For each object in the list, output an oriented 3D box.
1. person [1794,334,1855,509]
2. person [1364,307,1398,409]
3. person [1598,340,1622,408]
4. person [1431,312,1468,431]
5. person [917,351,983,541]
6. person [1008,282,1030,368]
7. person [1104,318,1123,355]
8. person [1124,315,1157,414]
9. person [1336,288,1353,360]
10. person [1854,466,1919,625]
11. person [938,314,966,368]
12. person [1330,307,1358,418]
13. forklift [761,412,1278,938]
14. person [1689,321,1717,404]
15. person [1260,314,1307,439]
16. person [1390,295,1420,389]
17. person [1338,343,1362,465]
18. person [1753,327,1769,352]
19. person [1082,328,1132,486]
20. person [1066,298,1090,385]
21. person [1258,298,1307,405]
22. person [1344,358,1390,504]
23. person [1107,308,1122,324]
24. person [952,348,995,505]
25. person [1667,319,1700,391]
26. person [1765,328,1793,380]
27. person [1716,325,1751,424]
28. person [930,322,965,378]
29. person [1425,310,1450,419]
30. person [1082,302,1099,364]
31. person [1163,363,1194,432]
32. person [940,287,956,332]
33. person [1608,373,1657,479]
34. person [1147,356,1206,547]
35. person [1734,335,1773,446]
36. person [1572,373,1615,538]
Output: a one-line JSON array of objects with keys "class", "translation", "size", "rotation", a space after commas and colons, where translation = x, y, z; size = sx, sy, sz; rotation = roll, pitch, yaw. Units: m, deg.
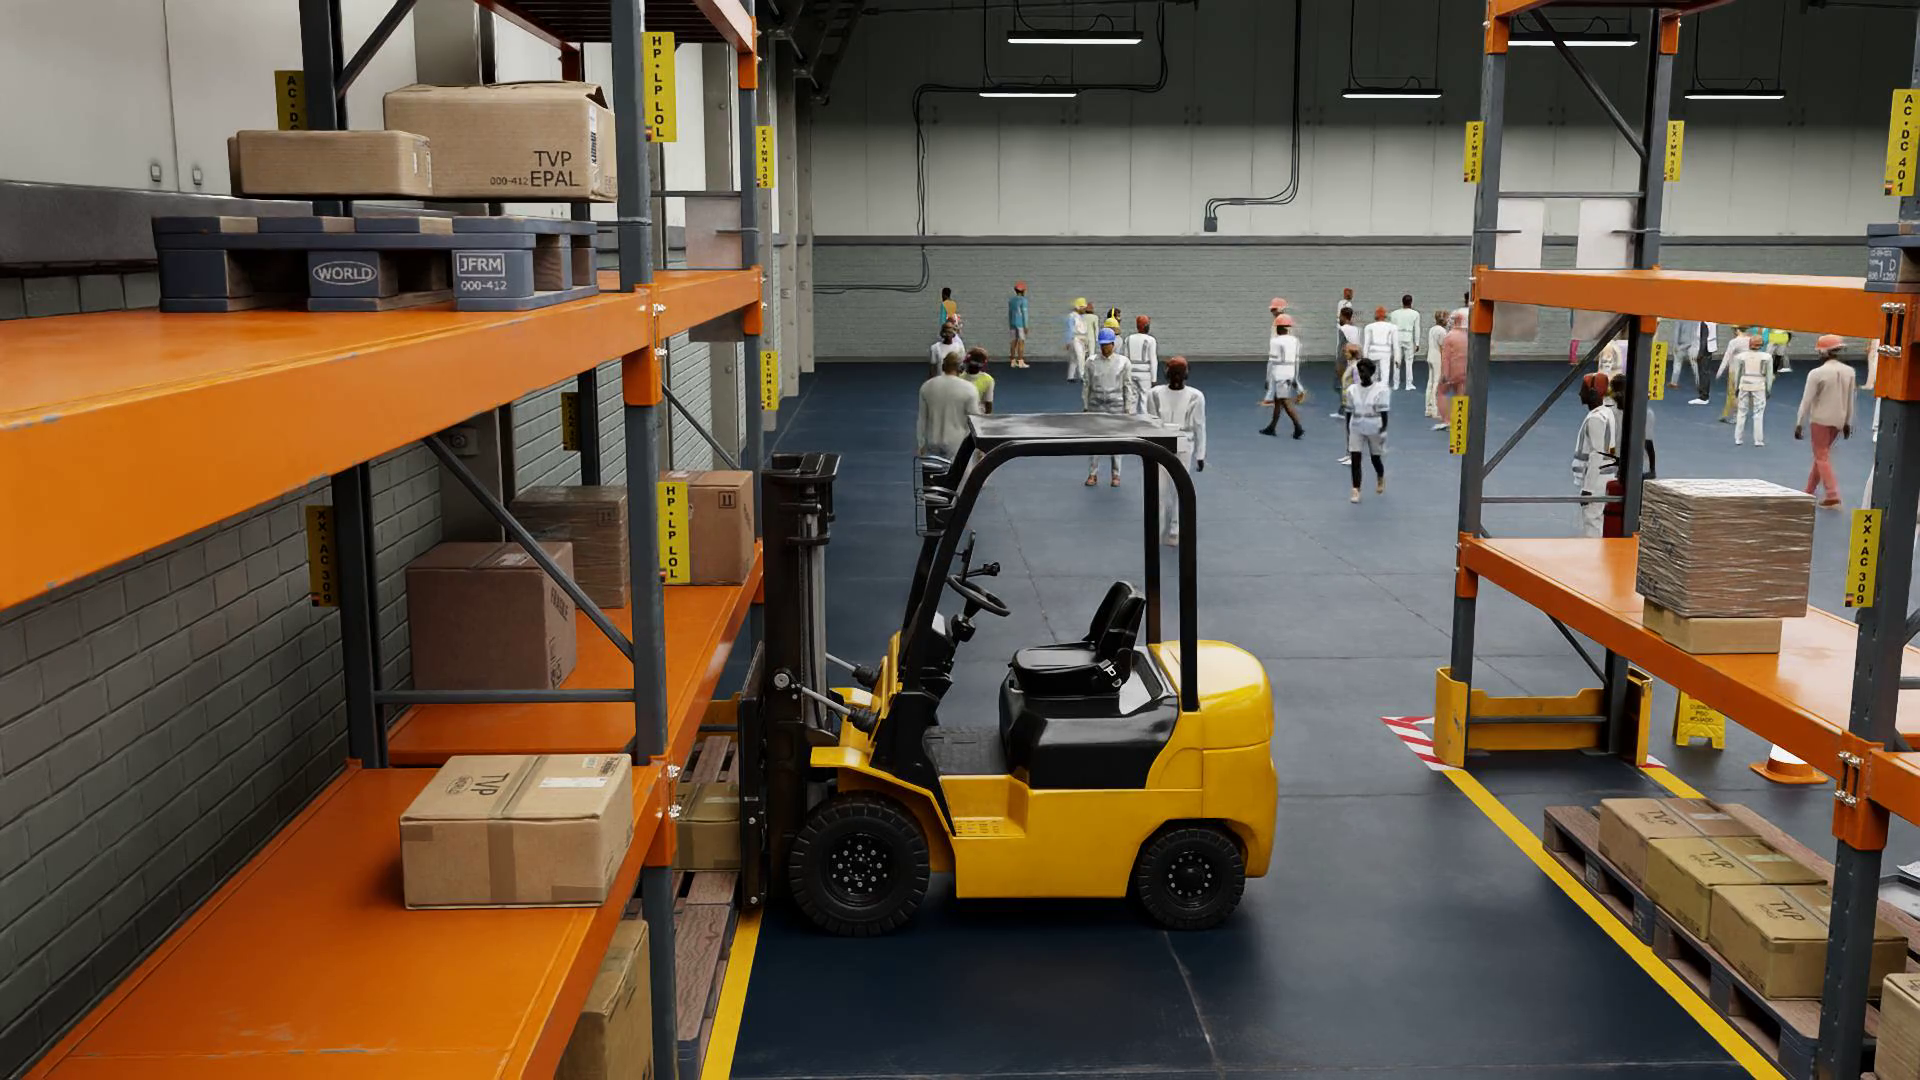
[{"class": "person", "translation": [9.730, -1.322, 18.731], "size": [0.634, 1.970, 0.870], "rotation": [-3, 11, -19]}, {"class": "person", "translation": [7.577, -3.277, 29.956], "size": [0.618, 1.828, 1.025], "rotation": [3, 11, 15]}, {"class": "person", "translation": [9.471, -2.293, 24.169], "size": [0.390, 1.925, 0.549], "rotation": [6, 12, 30]}, {"class": "person", "translation": [7.747, -2.638, 26.179], "size": [0.657, 1.888, 0.604], "rotation": [-5, 11, -24]}, {"class": "person", "translation": [-0.087, -0.966, 16.880], "size": [0.640, 1.899, 0.741], "rotation": [5, 11, 26]}, {"class": "person", "translation": [1.415, -5.095, 39.435], "size": [0.396, 2.042, 0.611], "rotation": [-8, 13, -37]}, {"class": "person", "translation": [2.497, -2.779, 27.368], "size": [0.289, 1.746, 0.487], "rotation": [6, 12, 31]}, {"class": "person", "translation": [2.734, -2.445, 25.120], "size": [0.349, 1.882, 0.577], "rotation": [-10, 14, -44]}, {"class": "person", "translation": [9.228, -5.086, 39.856], "size": [0.365, 1.879, 0.584], "rotation": [-3, 10, -14]}, {"class": "person", "translation": [6.164, 0.103, 11.067], "size": [0.393, 1.836, 0.561], "rotation": [2, 10, 10]}, {"class": "person", "translation": [-0.101, -2.463, 25.183], "size": [0.399, 1.900, 0.644], "rotation": [-4, 11, -20]}, {"class": "person", "translation": [6.549, -2.982, 28.069], "size": [0.548, 1.898, 0.609], "rotation": [7, 12, 34]}, {"class": "forklift", "translation": [0.291, 0.548, 7.580], "size": [2.313, 2.155, 1.214], "rotation": [0, 10, -2]}, {"class": "person", "translation": [13.763, -3.470, 30.736], "size": [0.392, 1.914, 0.607], "rotation": [7, 12, 33]}, {"class": "person", "translation": [4.974, -2.499, 25.390], "size": [0.557, 1.902, 0.948], "rotation": [-8, 13, -37]}, {"class": "person", "translation": [9.015, -4.008, 33.731], "size": [0.596, 1.916, 0.372], "rotation": [6, 12, 31]}, {"class": "person", "translation": [5.277, -1.829, 22.364], "size": [0.306, 1.639, 0.524], "rotation": [1, 10, 5]}, {"class": "person", "translation": [16.600, -4.112, 34.549], "size": [0.355, 1.836, 0.513], "rotation": [6, 12, 30]}, {"class": "person", "translation": [1.791, -1.620, 20.345], "size": [0.613, 1.945, 0.406], "rotation": [3, 10, 14]}, {"class": "person", "translation": [2.569, -4.151, 34.840], "size": [0.820, 1.797, 0.624], "rotation": [7, 12, 33]}, {"class": "person", "translation": [5.904, -3.433, 30.367], "size": [0.800, 1.973, 0.612], "rotation": [-2, 10, -11]}, {"class": "person", "translation": [4.700, -1.276, 19.169], "size": [0.541, 1.675, 0.657], "rotation": [5, 12, 28]}, {"class": "person", "translation": [2.591, -2.977, 28.120], "size": [0.326, 1.872, 0.518], "rotation": [1, 10, 4]}, {"class": "person", "translation": [0.053, -1.262, 18.772], "size": [0.632, 1.810, 0.512], "rotation": [8, 13, 36]}, {"class": "person", "translation": [14.673, -3.944, 33.516], "size": [0.648, 1.896, 1.048], "rotation": [-1, 10, -5]}, {"class": "person", "translation": [17.677, -4.279, 35.931], "size": [0.524, 1.671, 0.540], "rotation": [6, 12, 30]}, {"class": "person", "translation": [12.729, -2.769, 27.326], "size": [0.581, 1.735, 0.563], "rotation": [-7, 12, -35]}, {"class": "person", "translation": [-0.178, -2.198, 23.847], "size": [0.507, 1.844, 0.339], "rotation": [-2, 10, -11]}, {"class": "person", "translation": [8.093, -2.969, 28.158], "size": [0.347, 1.841, 0.505], "rotation": [-2, 10, -11]}, {"class": "person", "translation": [2.853, -4.497, 37.244], "size": [0.504, 1.632, 0.269], "rotation": [3, 11, 17]}, {"class": "person", "translation": [2.394, -1.180, 18.792], "size": [0.512, 1.632, 0.319], "rotation": [-1, 10, -3]}, {"class": "person", "translation": [-0.269, -5.014, 39.374], "size": [0.391, 1.911, 0.585], "rotation": [5, 11, 26]}, {"class": "person", "translation": [5.902, -0.557, 14.759], "size": [0.563, 1.841, 0.577], "rotation": [4, 11, 19]}, {"class": "person", "translation": [2.077, -0.838, 16.181], "size": [0.613, 1.871, 0.649], "rotation": [2, 10, 13]}, {"class": "person", "translation": [11.629, -2.190, 24.415], "size": [0.519, 1.633, 0.314], "rotation": [9, 13, 40]}, {"class": "person", "translation": [5.405, -0.488, 14.215], "size": [0.337, 1.882, 0.585], "rotation": [5, 11, 27]}]
